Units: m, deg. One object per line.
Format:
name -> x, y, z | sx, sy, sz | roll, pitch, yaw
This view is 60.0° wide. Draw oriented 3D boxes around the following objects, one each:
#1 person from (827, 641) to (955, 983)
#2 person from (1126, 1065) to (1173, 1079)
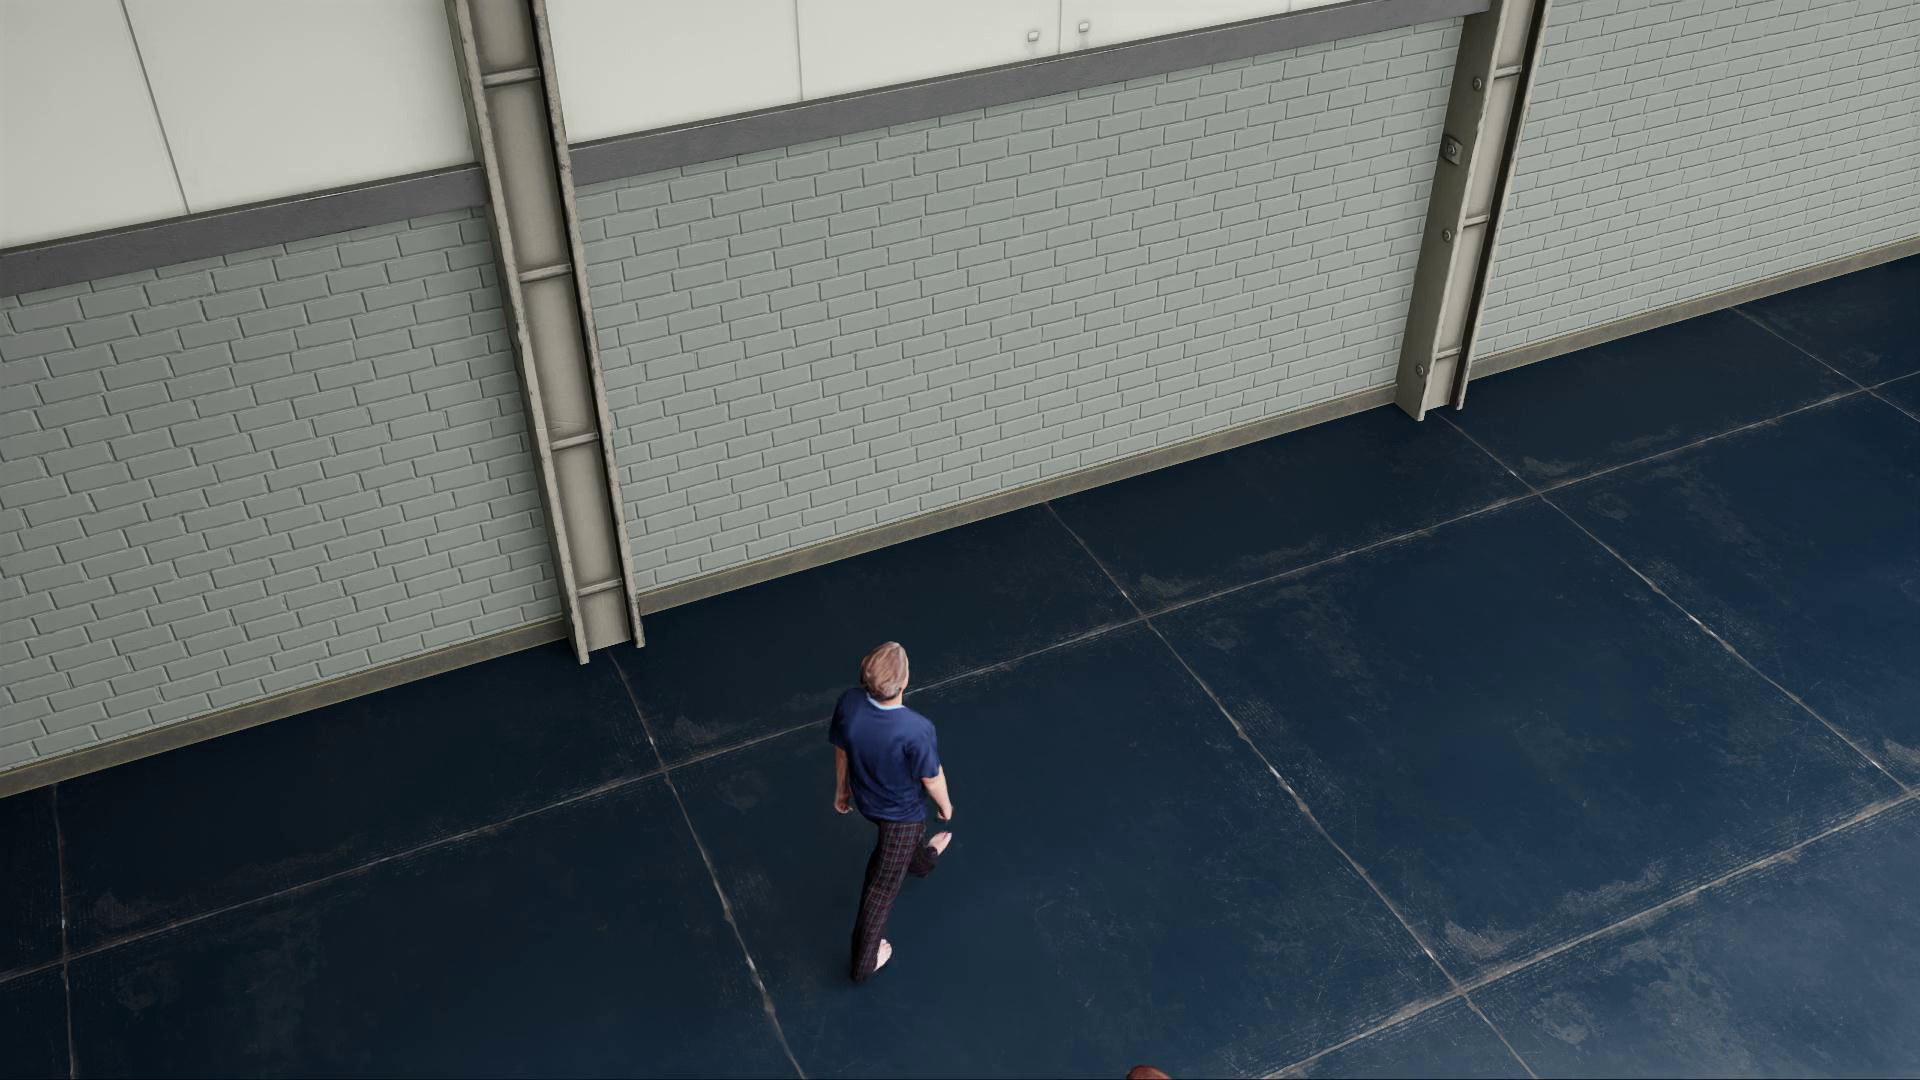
person -> -0.363, 1.276, 7.518 | 1.074, 1.817, 1.276 | 22, 43, 26
person -> 0.735, 2.433, 6.614 | 0.570, 1.108, 0.536 | 4, 38, 6
